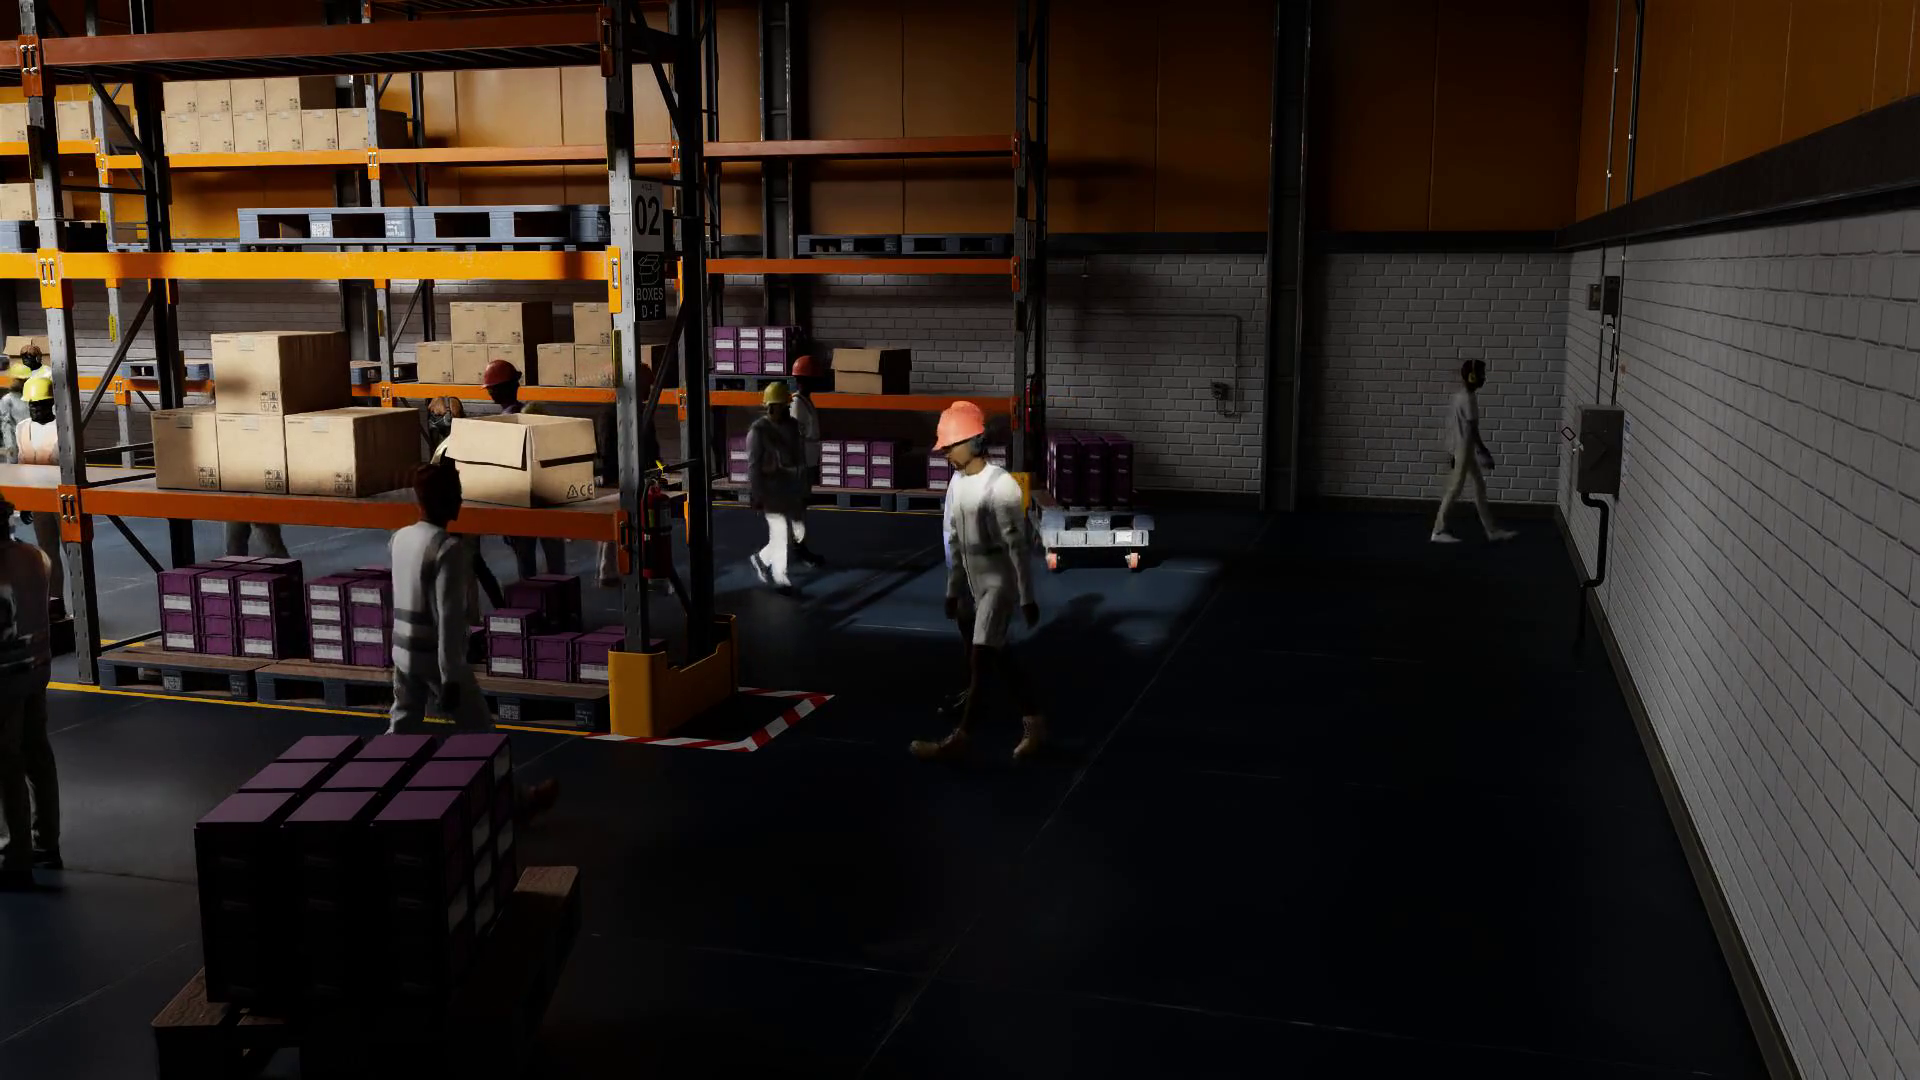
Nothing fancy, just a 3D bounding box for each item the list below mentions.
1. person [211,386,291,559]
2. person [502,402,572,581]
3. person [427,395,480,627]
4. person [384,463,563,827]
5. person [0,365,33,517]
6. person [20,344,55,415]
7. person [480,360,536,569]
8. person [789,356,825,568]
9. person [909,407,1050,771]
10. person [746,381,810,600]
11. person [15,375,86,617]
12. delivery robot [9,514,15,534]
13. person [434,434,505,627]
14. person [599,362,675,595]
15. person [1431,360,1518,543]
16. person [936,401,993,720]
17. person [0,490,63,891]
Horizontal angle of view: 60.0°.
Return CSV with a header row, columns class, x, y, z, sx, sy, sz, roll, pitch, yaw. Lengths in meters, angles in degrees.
class,x,y,z,sx,sy,sz,roll,pitch,yaw
person,-5.569,-0.319,12.972,0.776,1.904,0.511,9,13,44
person,-3.112,-0.129,12.236,0.527,1.777,0.339,-2,10,-12
person,-3.638,-0.124,11.970,0.430,1.836,0.618,-2,10,-13
person,-2.415,0.549,7.858,0.600,1.824,1.012,8,12,39
person,-10.166,-1.059,18.086,0.918,1.689,0.501,6,11,35
person,-10.942,-1.396,19.719,0.625,1.837,0.428,2,10,11
person,-3.486,-0.380,12.909,0.396,2.033,0.605,-2,9,-10
person,-1.414,-0.717,15.245,0.371,1.939,0.543,0,9,2
person,0.146,0.264,9.142,0.899,1.975,0.709,-5,11,-29
person,-1.534,-0.428,13.857,0.593,1.813,0.610,7,11,35
person,-7.008,-0.310,12.834,0.587,1.919,0.399,2,10,14
delivery robot,-9.317,-0.159,15.765,0.477,0.478,0.707,1,9,4
person,-3.855,-0.143,12.627,0.873,1.646,0.535,-1,9,-6
person,-2.686,-0.511,13.961,0.930,1.943,0.623,2,9,11
person,5.094,-0.860,16.459,0.755,1.842,0.523,3,10,17
person,0.032,0.124,10.123,0.357,1.937,0.551,2,9,10
person,-4.239,0.636,7.344,0.403,1.825,0.586,0,9,0
